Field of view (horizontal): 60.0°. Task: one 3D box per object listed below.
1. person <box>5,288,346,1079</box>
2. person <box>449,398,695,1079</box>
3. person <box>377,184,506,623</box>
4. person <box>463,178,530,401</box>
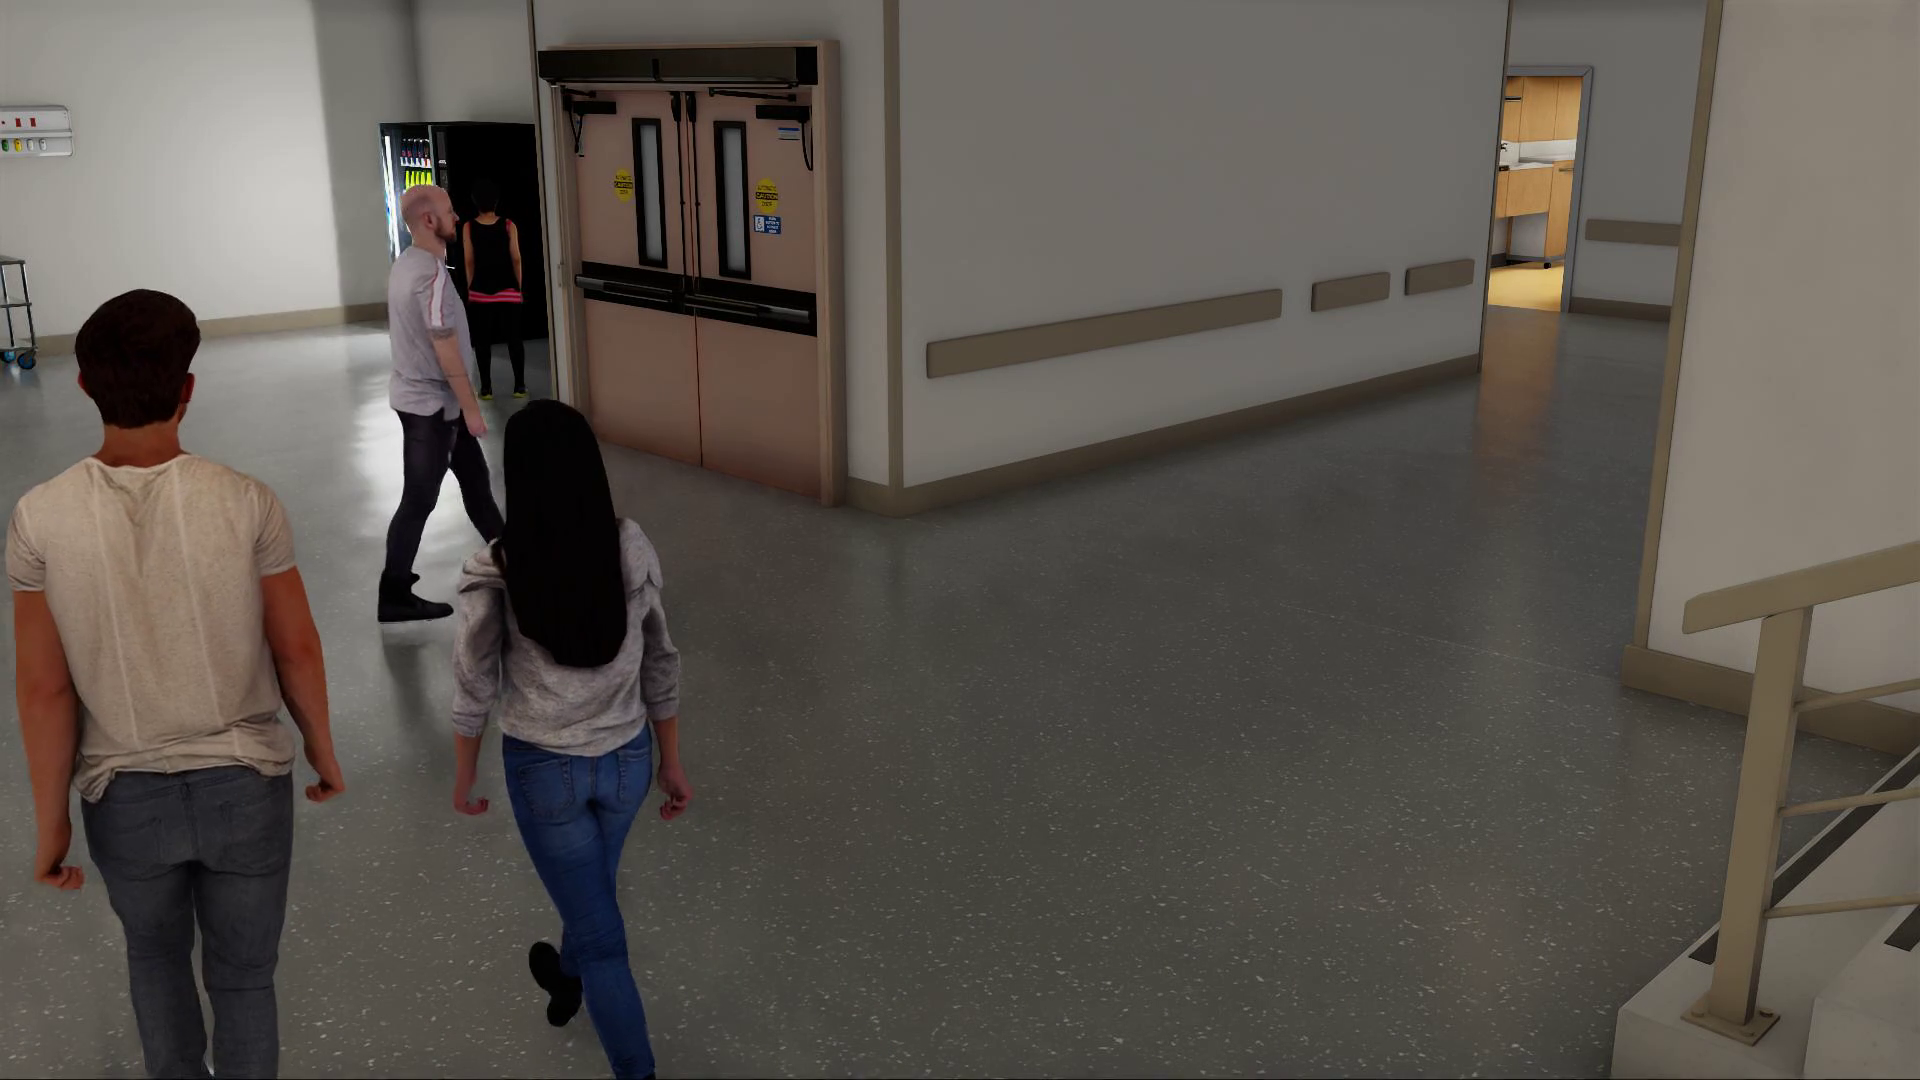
[{"bbox_3d":[-1.437,0.507,3.100,0.880,1.864,0.970,-6,17,-21],"label":"person"},{"bbox_3d":[-0.758,0.544,3.493,0.669,1.580,1.048,-13,20,-38],"label":"person"},{"bbox_3d":[-2.281,-0.528,6.894,1.031,1.797,1.146,-7,17,-22],"label":"person"},{"bbox_3d":[-3.300,-1.778,11.779,0.617,1.552,0.640,-4,16,-15],"label":"person"}]
